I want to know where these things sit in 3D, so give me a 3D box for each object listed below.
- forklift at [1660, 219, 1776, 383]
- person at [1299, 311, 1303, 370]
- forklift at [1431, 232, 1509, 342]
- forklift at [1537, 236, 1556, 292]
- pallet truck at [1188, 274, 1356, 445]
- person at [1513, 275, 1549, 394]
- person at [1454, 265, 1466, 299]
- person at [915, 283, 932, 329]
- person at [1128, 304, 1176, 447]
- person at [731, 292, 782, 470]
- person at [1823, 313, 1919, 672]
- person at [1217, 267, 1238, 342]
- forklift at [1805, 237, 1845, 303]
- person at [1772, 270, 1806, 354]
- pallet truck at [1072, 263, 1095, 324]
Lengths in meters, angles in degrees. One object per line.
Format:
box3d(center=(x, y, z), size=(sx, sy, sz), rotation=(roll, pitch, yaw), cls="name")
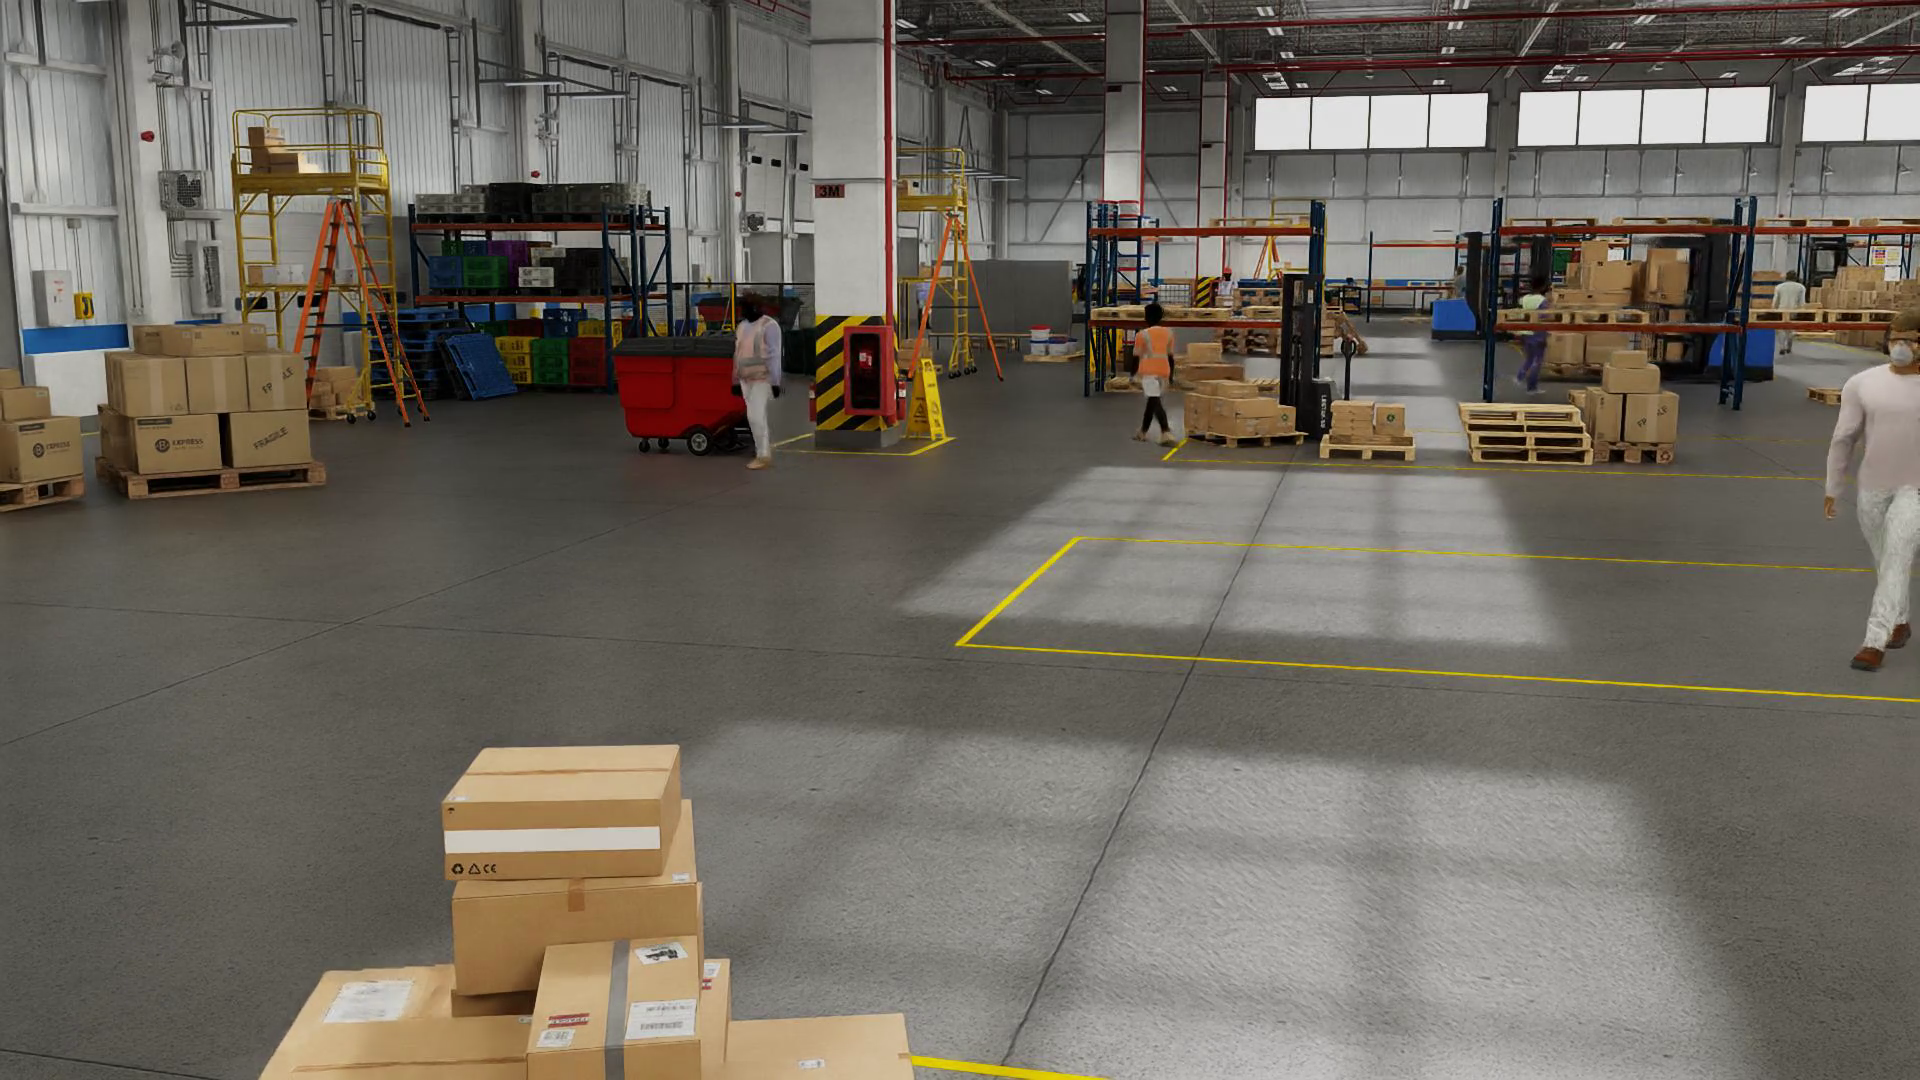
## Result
box3d(center=(13.144, -4.167, 28.938), size=(1.873, 2.768, 1.129), rotation=(2, 10, 14), cls="forklift")
box3d(center=(6.770, -4.127, 32.065), size=(0.485, 1.739, 0.319), rotation=(-8, 13, -41), cls="person")
box3d(center=(13.185, -6.527, 42.836), size=(1.873, 2.768, 1.129), rotation=(2, 10, 14), cls="forklift")
box3d(center=(18.277, -8.092, 52.050), size=(1.873, 2.768, 1.129), rotation=(2, 10, 14), cls="forklift")
box3d(center=(3.653, -2.138, 19.590), size=(1.885, 1.965, 0.823), rotation=(-4, 10, -20), cls="pallet truck")
box3d(center=(9.158, -3.264, 26.498), size=(0.458, 1.899, 0.614), rotation=(-2, 10, -13), cls="person")
box3d(center=(15.061, -7.312, 50.223), size=(0.372, 1.940, 0.631), rotation=(4, 11, 25), cls="person")
box3d(center=(-1.082, -7.375, 50.631), size=(0.544, 1.930, 0.389), rotation=(-5, 11, -25), cls="person")
box3d(center=(2.267, -1.919, 19.340), size=(0.534, 1.648, 0.922), rotation=(-5, 11, -29), cls="person")
box3d(center=(-2.118, -1.616, 17.025), size=(0.550, 1.822, 0.654), rotation=(-9, 13, -42), cls="person")
box3d(center=(5.058, -0.278, 9.002), size=(0.644, 1.886, 1.048), rotation=(9, 13, 44), cls="person")
box3d(center=(6.866, -6.061, 42.871), size=(0.556, 1.939, 0.361), rotation=(6, 12, 34), cls="person")
box3d(center=(27.473, -8.231, 52.865), size=(1.129, 2.768, 1.873), rotation=(2, 10, 14), cls="forklift")
box3d(center=(18.710, -5.137, 37.573), size=(0.657, 1.897, 1.014), rotation=(4, 11, 24), cls="person")
box3d(center=(4.325, -8.180, 55.162), size=(0.823, 1.965, 1.885), rotation=(6, 11, 31), cls="pallet truck")
